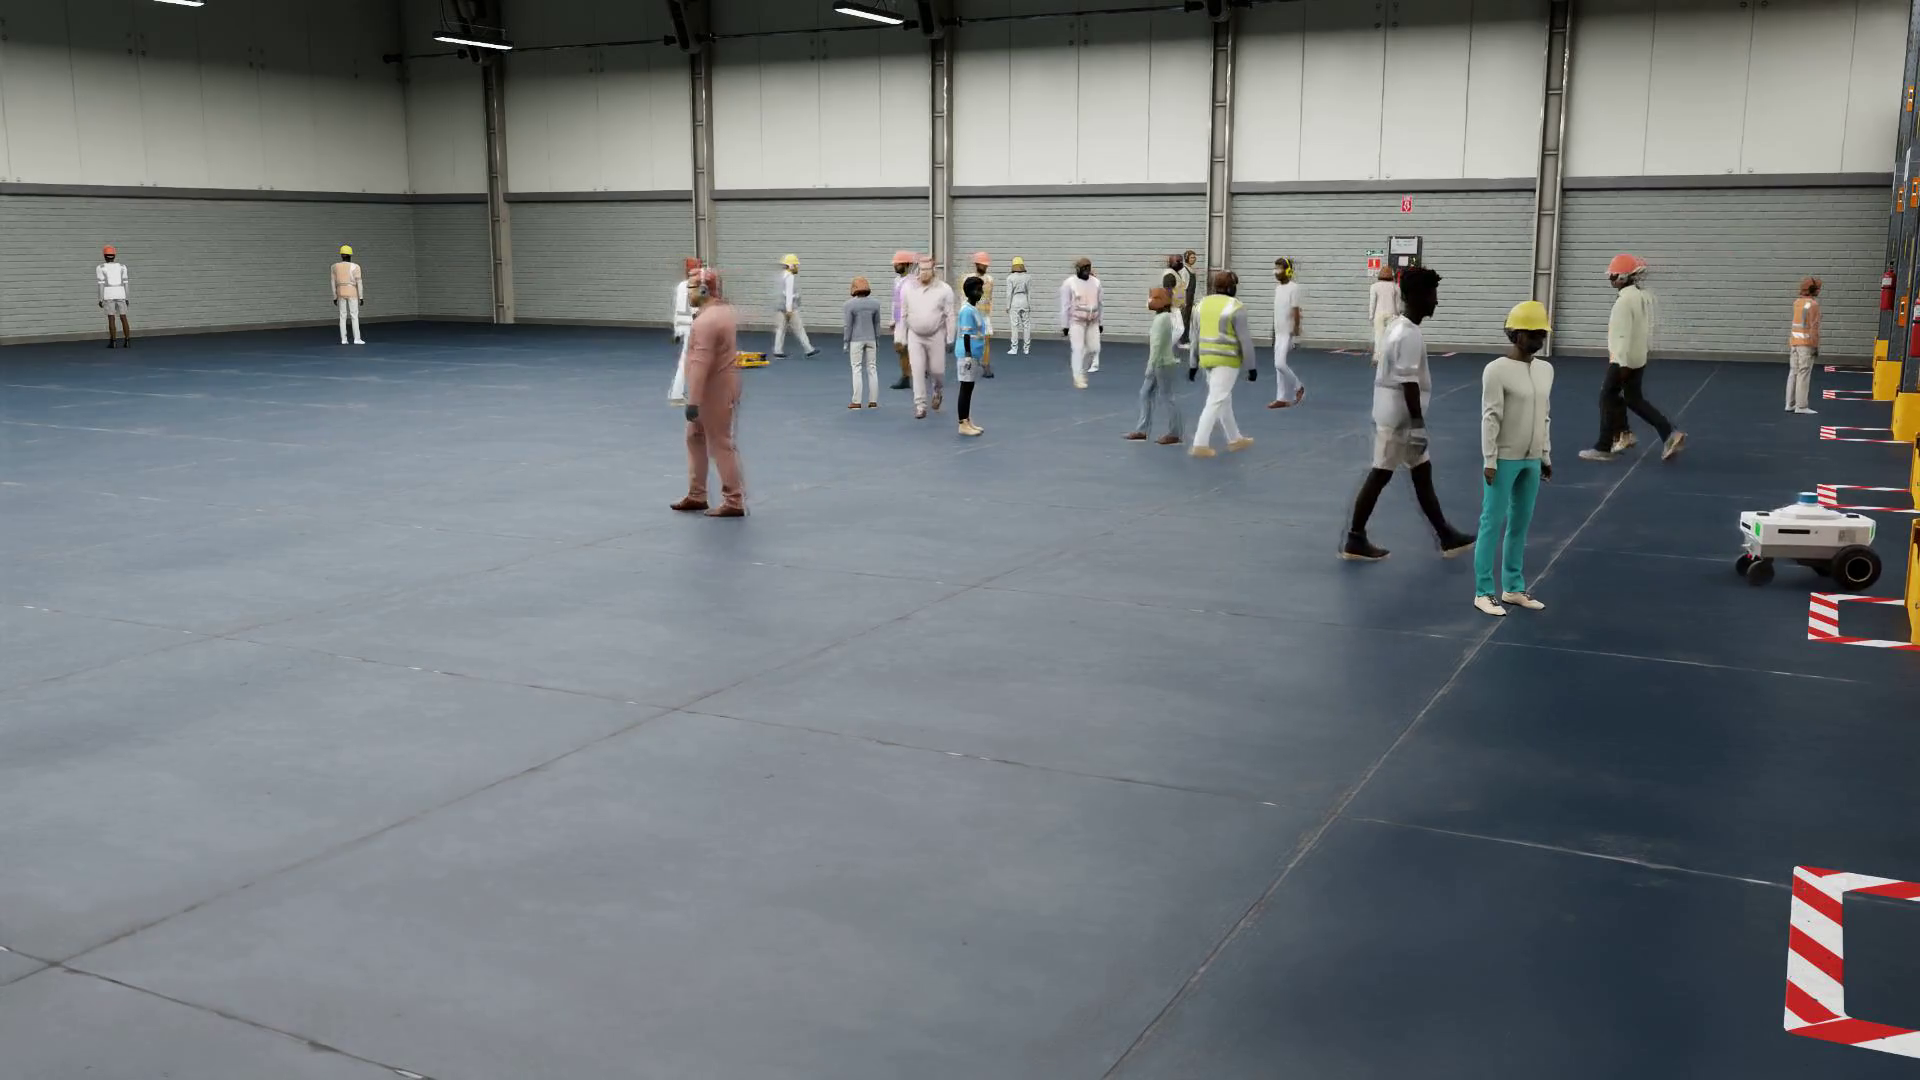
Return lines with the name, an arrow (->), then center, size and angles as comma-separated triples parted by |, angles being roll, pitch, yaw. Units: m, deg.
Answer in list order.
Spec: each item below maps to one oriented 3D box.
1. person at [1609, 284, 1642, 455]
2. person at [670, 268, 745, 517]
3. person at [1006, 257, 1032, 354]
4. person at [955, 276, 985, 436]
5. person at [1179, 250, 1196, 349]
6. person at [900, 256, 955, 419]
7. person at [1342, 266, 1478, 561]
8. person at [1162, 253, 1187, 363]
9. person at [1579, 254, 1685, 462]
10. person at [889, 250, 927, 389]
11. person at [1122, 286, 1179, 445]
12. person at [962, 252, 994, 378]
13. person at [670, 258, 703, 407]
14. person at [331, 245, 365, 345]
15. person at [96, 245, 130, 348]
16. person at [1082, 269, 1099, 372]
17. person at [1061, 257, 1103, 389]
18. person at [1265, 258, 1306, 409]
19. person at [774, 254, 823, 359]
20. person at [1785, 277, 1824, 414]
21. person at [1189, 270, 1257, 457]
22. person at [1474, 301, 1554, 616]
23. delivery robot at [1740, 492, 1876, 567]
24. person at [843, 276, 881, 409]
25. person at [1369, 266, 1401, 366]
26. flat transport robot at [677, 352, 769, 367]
person -> 6.399, -1.642, 16.060 | 0.364, 1.688, 0.550 | 7, 12, 32
person -> -1.979, -1.101, 12.590 | 0.769, 1.877, 0.663 | 0, 10, 2
person -> 1.052, -4.217, 29.965 | 0.484, 1.736, 0.307 | -4, 11, -20
person -> 0.113, -1.967, 17.787 | 0.322, 1.699, 0.536 | 2, 11, 9
person -> 4.301, -4.532, 31.380 | 0.344, 1.846, 0.507 | 5, 11, 25
person -> -0.382, -2.391, 19.595 | 0.650, 1.887, 0.697 | 1, 10, 4
person -> 2.978, -0.794, 10.761 | 0.979, 1.919, 0.635 | 2, 11, 13
person -> 3.557, -3.850, 27.697 | 0.440, 1.828, 0.634 | 2, 11, 12
person -> 6.328, -1.689, 15.563 | 0.863, 1.961, 0.625 | 9, 14, 41
person -> -0.777, -3.044, 23.045 | 0.447, 1.920, 0.552 | -5, 11, -24
person -> 1.930, -1.769, 16.927 | 0.696, 1.604, 0.530 | 1, 10, 6
person -> 0.245, -3.416, 25.186 | 0.540, 1.896, 0.969 | -5, 11, -24
person -> -3.271, -2.607, 20.904 | 0.984, 1.832, 0.614 | -7, 13, -35
person -> -11.964, -4.783, 32.522 | 0.595, 1.925, 0.375 | 0, 10, 1
person -> -16.002, -4.589, 31.436 | 0.542, 1.939, 0.369 | -10, 14, -43
person -> 1.982, -3.437, 25.988 | 0.311, 1.635, 0.513 | -10, 14, -44
person -> 1.709, -3.024, 23.204 | 0.644, 1.828, 0.445 | -5, 12, -26
person -> 3.984, -2.523, 20.384 | 0.436, 1.858, 0.553 | -4, 11, -20
person -> -2.819, -4.000, 28.610 | 0.890, 1.788, 0.626 | -4, 11, -19
person -> 10.111, -2.327, 19.921 | 0.316, 1.638, 0.521 | 0, 10, 1
person -> 2.555, -1.708, 16.134 | 0.966, 1.794, 0.666 | -7, 13, -35
person -> 3.147, -0.460, 9.391 | 0.522, 1.769, 0.311 | -6, 12, -30
delivery robot -> 5.184, -0.048, 10.194 | 0.707, 0.478, 0.477 | 2, 11, 9
person -> -1.202, -2.416, 20.422 | 0.498, 1.633, 0.289 | -6, 12, -30
person -> 6.945, -3.662, 27.210 | 0.500, 1.633, 0.286 | 1, 10, 5
flat transport robot -> -3.865, -2.963, 27.120 | 1.431, 0.197, 0.652 | 7, 12, 34
